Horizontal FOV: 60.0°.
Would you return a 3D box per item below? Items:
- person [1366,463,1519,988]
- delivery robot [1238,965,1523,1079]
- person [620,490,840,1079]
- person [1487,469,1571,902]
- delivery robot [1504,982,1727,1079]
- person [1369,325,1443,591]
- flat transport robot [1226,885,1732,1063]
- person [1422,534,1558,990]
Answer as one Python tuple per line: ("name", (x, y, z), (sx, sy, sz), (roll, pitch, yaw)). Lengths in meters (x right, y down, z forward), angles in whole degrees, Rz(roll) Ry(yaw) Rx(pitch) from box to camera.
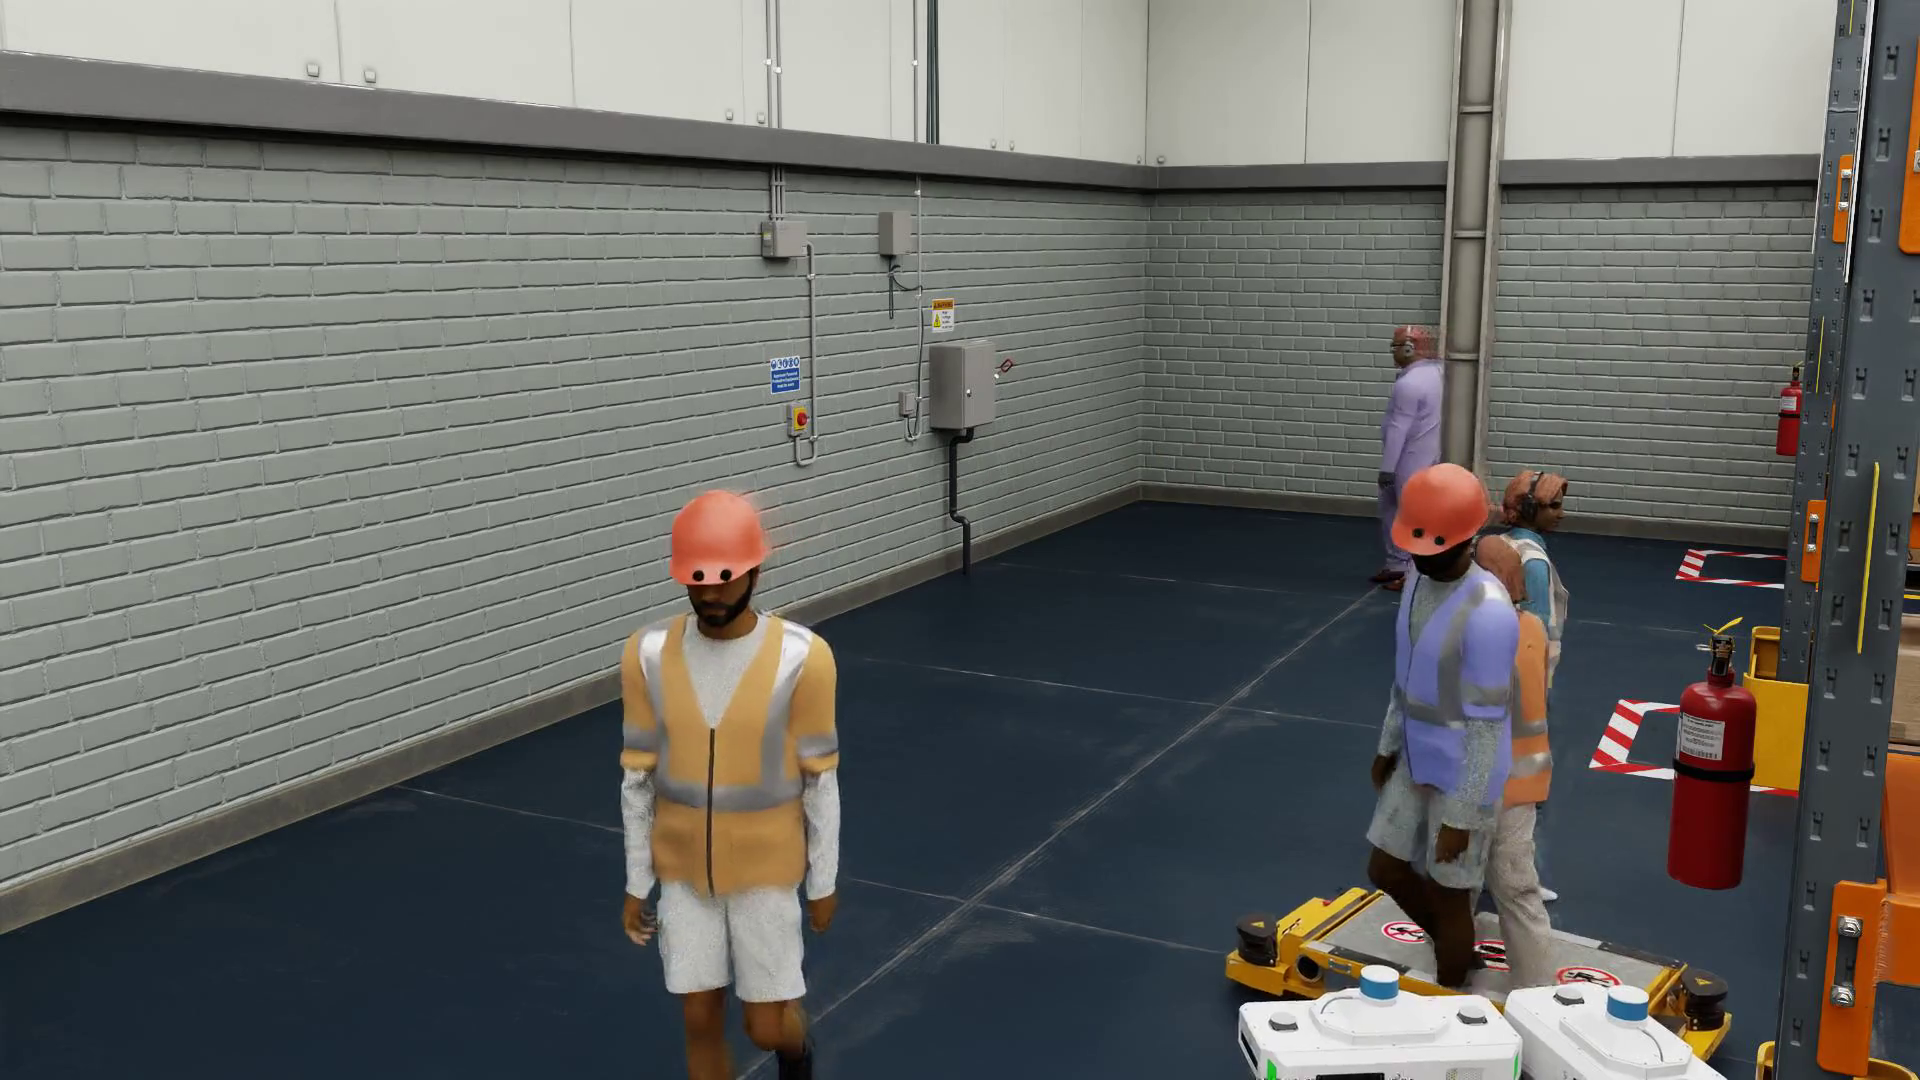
("person", (1.419, 0.689, 4.918), (0.509, 1.882, 0.589), (-3, 11, -16))
("delivery robot", (1.117, 1.388, 4.472), (0.707, 0.478, 0.477), (-1, 10, -4))
("person", (-0.567, 0.803, 4.227), (0.545, 1.920, 0.546), (2, 11, 9))
("person", (2.134, 0.546, 6.372), (0.314, 1.636, 0.514), (1, 10, 4))
("delivery robot", (1.733, 1.411, 4.350), (0.477, 0.478, 0.707), (-2, 11, -12))
("person", (3.082, -0.569, 11.749), (0.610, 1.886, 0.681), (5, 12, 26))
("flat transport robot", (1.650, 1.412, 5.374), (1.431, 0.197, 0.652), (8, 13, 38))
("person", (1.563, 0.772, 5.167), (0.752, 1.605, 0.541), (8, 13, 37))
